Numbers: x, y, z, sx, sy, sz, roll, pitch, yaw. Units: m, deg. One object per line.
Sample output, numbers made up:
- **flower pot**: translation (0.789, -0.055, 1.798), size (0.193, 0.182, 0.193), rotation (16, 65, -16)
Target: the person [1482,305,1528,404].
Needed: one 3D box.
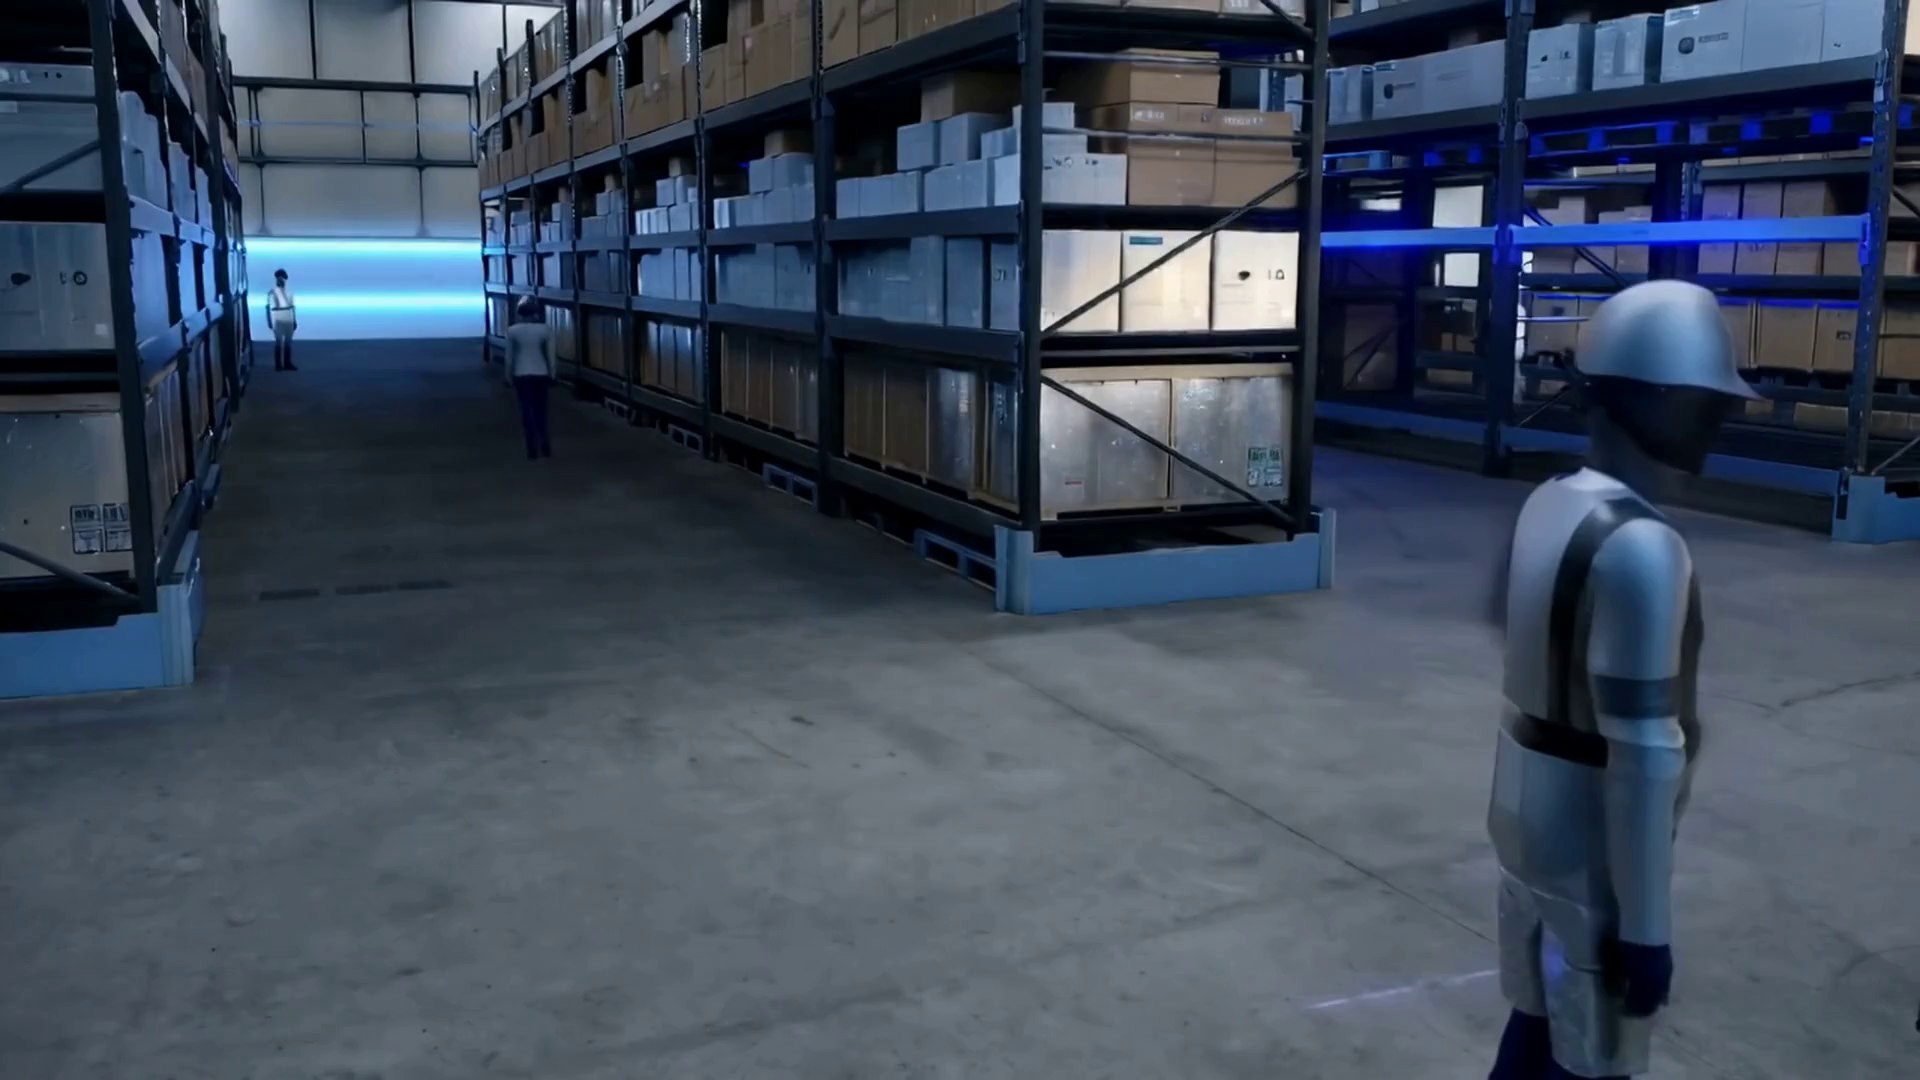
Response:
- **person**: translation (6.524, -2.154, 19.893), size (0.567, 1.842, 0.396), rotation (-4, 10, -24)

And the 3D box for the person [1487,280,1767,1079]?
- **person**: translation (1.163, 0.563, 3.002), size (0.395, 2.040, 0.609), rotation (0, 9, 2)

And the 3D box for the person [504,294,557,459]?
- **person**: translation (-4.547, -1.726, 17.610), size (0.527, 1.738, 0.498), rotation (-5, 11, -27)

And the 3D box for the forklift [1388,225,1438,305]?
- **forklift**: translation (9.267, -5.060, 34.174), size (1.129, 2.768, 1.873), rotation (-4, 10, -22)

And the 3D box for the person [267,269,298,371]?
- **person**: translation (-12.984, -4.212, 31.919), size (0.369, 1.937, 0.548), rotation (5, 11, 27)
